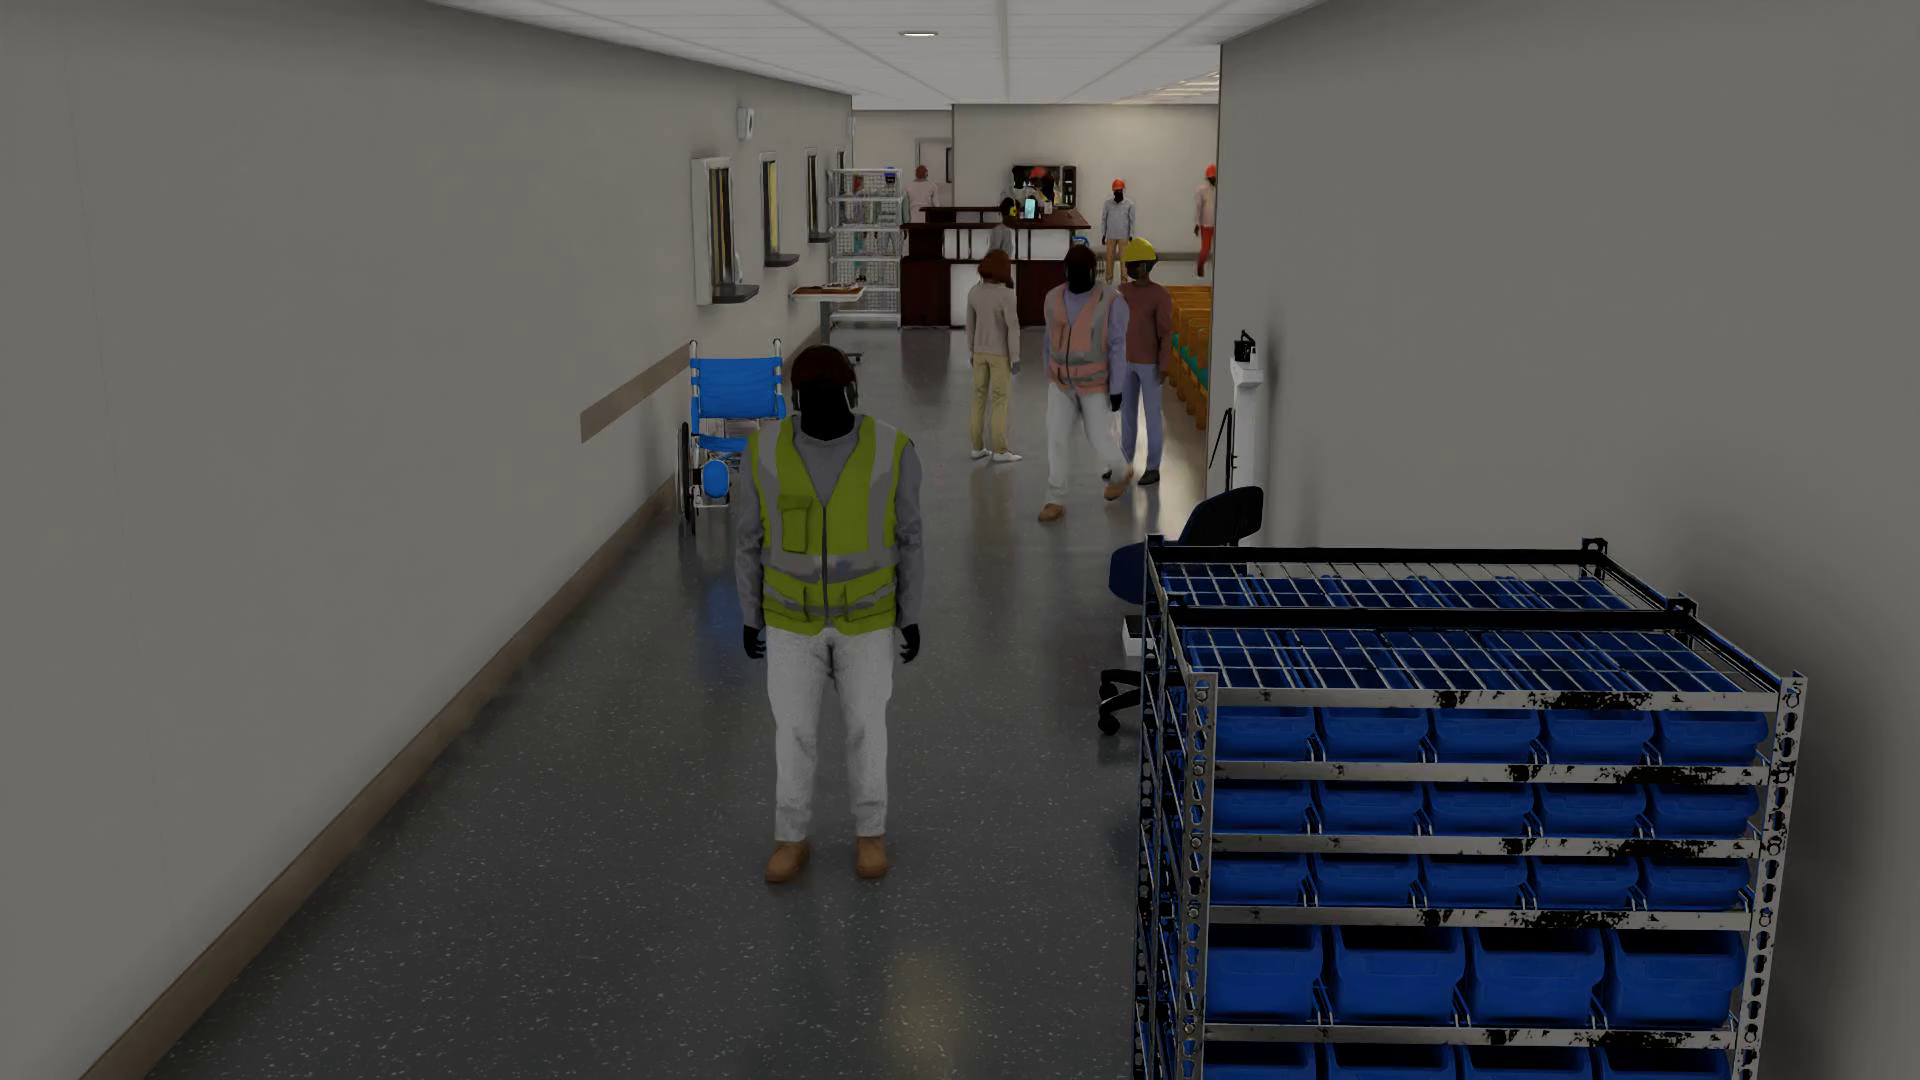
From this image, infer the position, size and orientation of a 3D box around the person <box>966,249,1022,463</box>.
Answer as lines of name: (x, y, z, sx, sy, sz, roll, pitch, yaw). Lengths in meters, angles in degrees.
person: (0.265, -1.417, 12.815, 0.505, 1.632, 0.285, 13, 19, 43)

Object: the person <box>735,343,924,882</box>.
person: (-0.439, 0.255, 5.608, 0.634, 1.841, 0.429, 0, 14, 0)

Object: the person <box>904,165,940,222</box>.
person: (-0.676, -5.772, 29.928, 0.643, 1.909, 0.410, 3, 14, 11)

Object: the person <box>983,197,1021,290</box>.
person: (0.407, -2.704, 17.631, 0.499, 1.831, 0.545, 2, 14, 7)

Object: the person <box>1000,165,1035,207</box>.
person: (0.946, -5.100, 27.077, 0.613, 1.963, 0.362, -3, 14, -11)

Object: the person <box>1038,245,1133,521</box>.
person: (0.859, -1.054, 11.010, 0.624, 1.811, 0.811, 8, 16, 30)

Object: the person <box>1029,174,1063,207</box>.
person: (1.404, -4.964, 26.810, 0.628, 1.835, 0.429, -7, 16, -27)

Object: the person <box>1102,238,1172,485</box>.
person: (1.288, -1.282, 11.998, 0.326, 1.769, 0.524, -12, 18, -41)

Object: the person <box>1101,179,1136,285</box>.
person: (2.538, -4.927, 26.815, 0.560, 1.752, 0.326, 5, 15, 21)

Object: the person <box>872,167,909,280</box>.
person: (-1.132, -5.099, 27.146, 0.601, 1.938, 0.420, 1, 14, 6)
